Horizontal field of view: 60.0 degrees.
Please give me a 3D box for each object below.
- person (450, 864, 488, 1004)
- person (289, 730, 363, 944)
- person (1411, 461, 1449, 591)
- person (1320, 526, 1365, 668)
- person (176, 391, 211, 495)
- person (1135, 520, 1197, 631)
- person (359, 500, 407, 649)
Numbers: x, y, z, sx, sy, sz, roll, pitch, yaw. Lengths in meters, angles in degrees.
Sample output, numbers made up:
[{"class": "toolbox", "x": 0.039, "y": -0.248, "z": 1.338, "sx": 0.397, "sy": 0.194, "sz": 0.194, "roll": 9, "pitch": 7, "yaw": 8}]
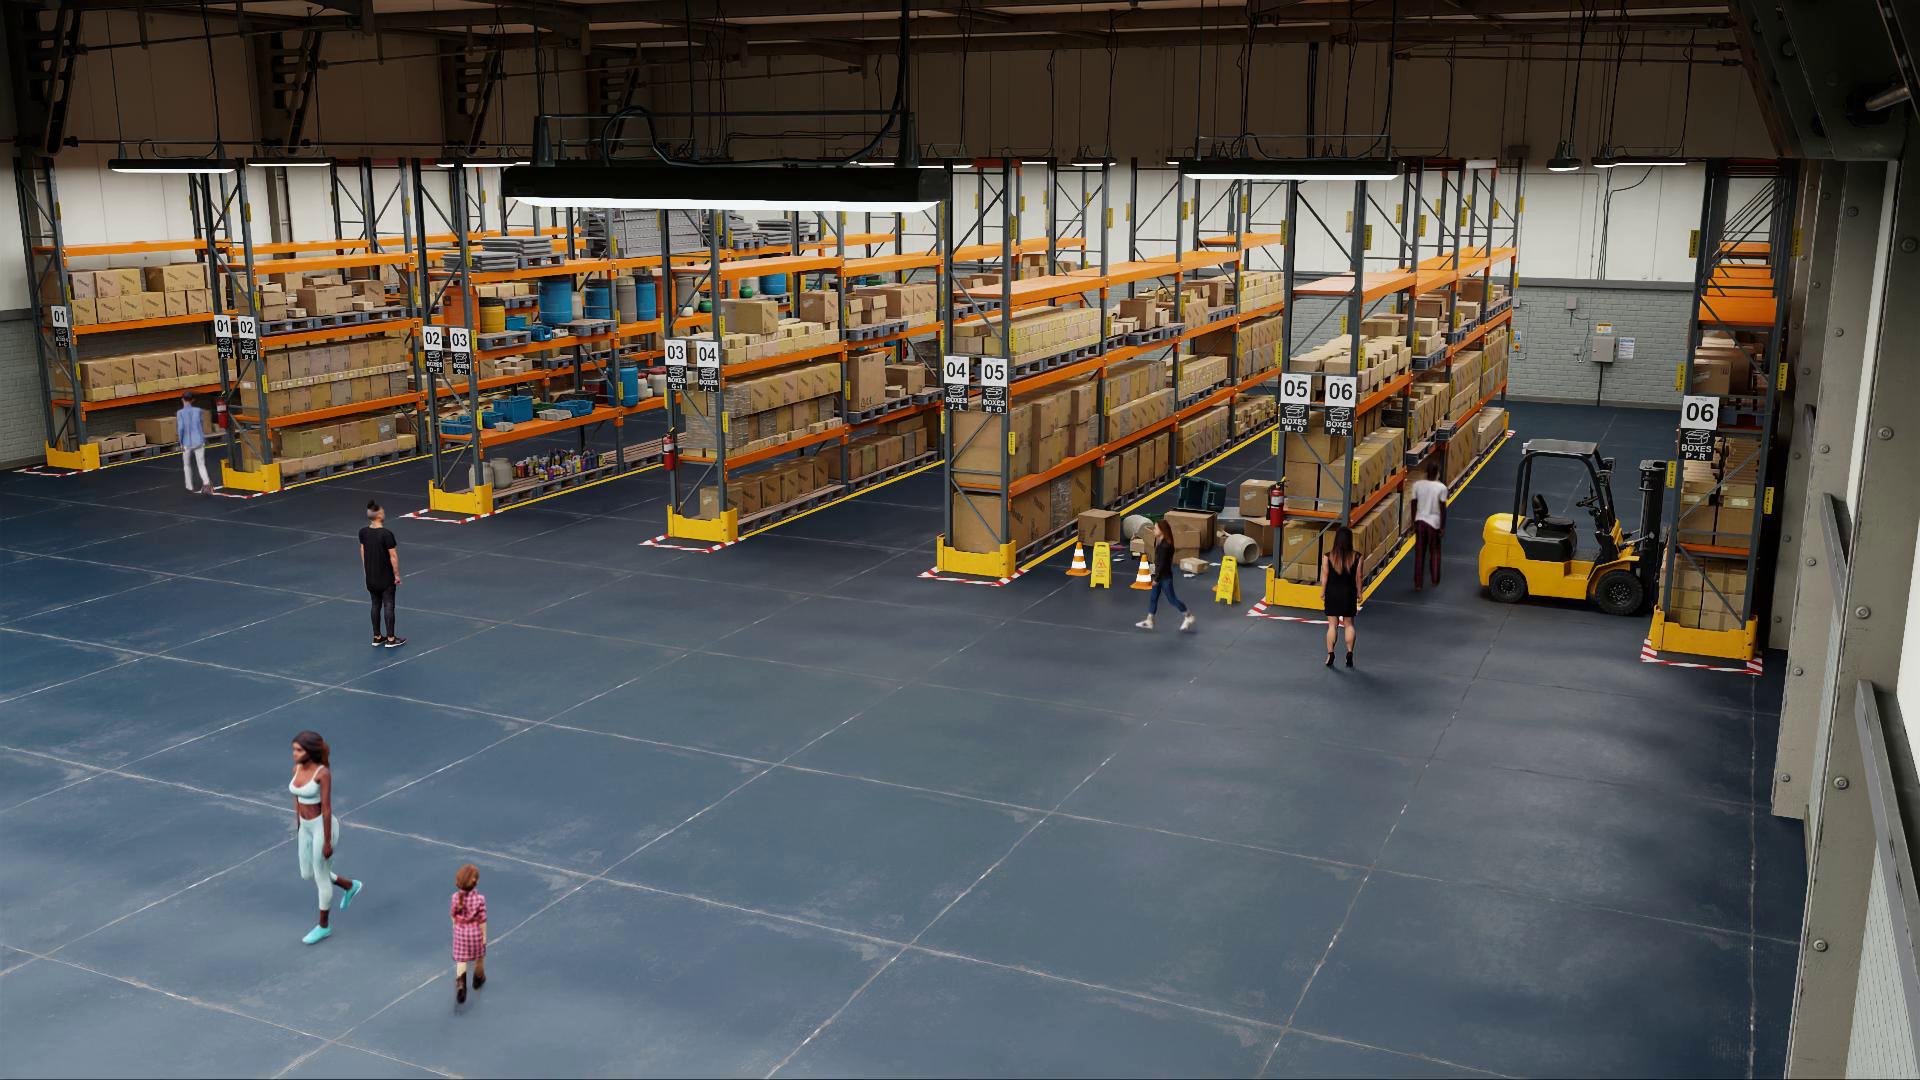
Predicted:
[{"class": "person", "x": -3.603, "y": 2.870, "z": 12.138, "sx": 0.616, "sy": 1.008, "sz": 0.765, "roll": -1, "pitch": 13, "yaw": -2}, {"class": "person", "x": -4.988, "y": 2.289, "z": 13.076, "sx": 0.626, "sy": 1.716, "sz": 0.842, "roll": 8, "pitch": 15, "yaw": 31}, {"class": "person", "x": 6.593, "y": -0.181, "z": 23.528, "sx": 0.666, "sy": 1.813, "sz": 0.817, "roll": 5, "pitch": 14, "yaw": 21}, {"class": "person", "x": 4.589, "y": 0.686, "z": 20.002, "sx": 0.735, "sy": 1.715, "sz": 0.709, "roll": 2, "pitch": 13, "yaw": 7}, {"class": "person", "x": -13.889, "y": -1.742, "z": 30.186, "sx": 1.200, "sy": 1.850, "sz": 1.037, "roll": -10, "pitch": 17, "yaw": -38}, {"class": "person", "x": 2.724, "y": 0.475, "z": 21.501, "sx": 0.950, "sy": 1.448, "sz": 1.001, "roll": -2, "pitch": 13, "yaw": -9}, {"class": "person", "x": -7.277, "y": 0.404, "z": 20.881, "sx": 0.693, "sy": 1.867, "sz": 0.582, "roll": 5, "pitch": 14, "yaw": 21}]
